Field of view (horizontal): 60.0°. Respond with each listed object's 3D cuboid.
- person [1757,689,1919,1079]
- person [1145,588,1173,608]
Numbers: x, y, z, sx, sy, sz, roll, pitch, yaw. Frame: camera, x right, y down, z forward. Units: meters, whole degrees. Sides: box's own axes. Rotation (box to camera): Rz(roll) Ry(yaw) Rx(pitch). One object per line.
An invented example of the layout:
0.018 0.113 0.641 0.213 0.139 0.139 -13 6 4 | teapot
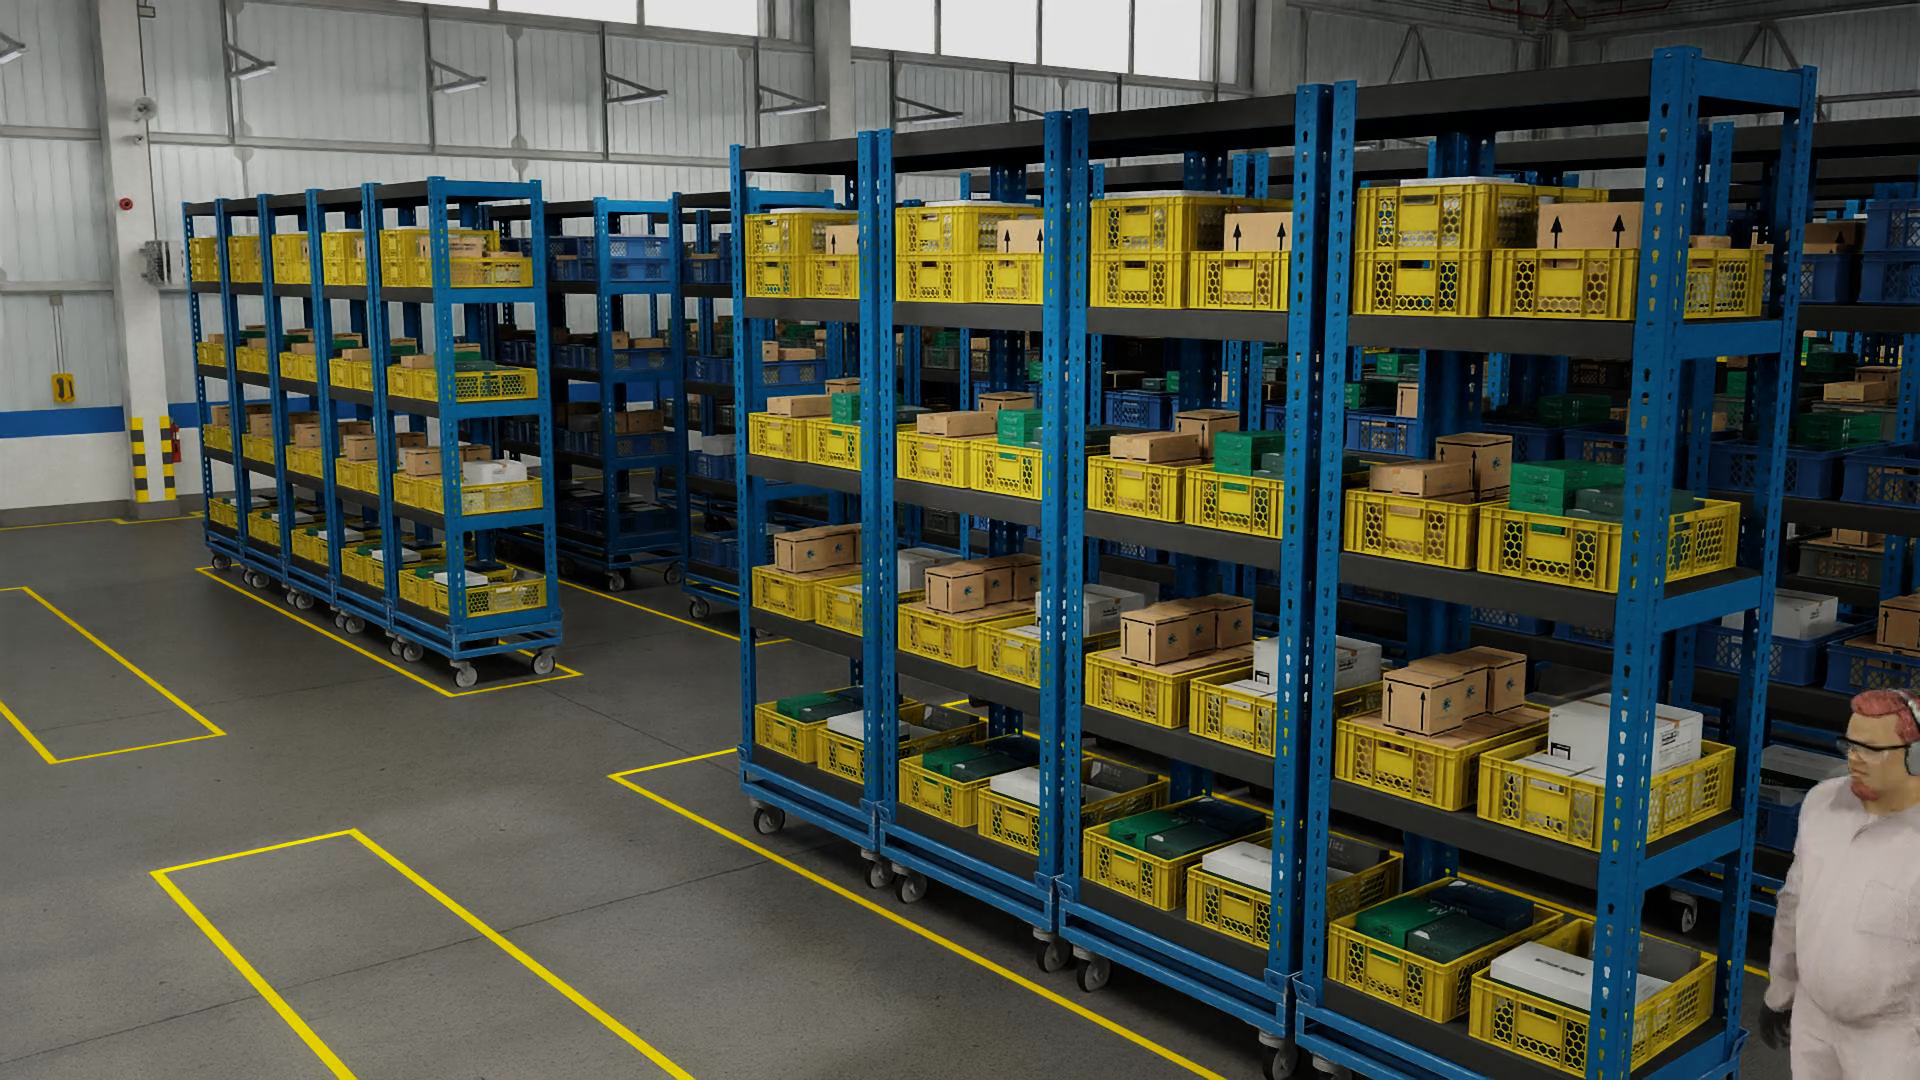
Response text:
2.517 1.325 4.575 0.469 1.889 0.657 -3 10 -15 | person
1.664 -0.307 14.150 0.446 1.971 0.651 1 9 6 | person
